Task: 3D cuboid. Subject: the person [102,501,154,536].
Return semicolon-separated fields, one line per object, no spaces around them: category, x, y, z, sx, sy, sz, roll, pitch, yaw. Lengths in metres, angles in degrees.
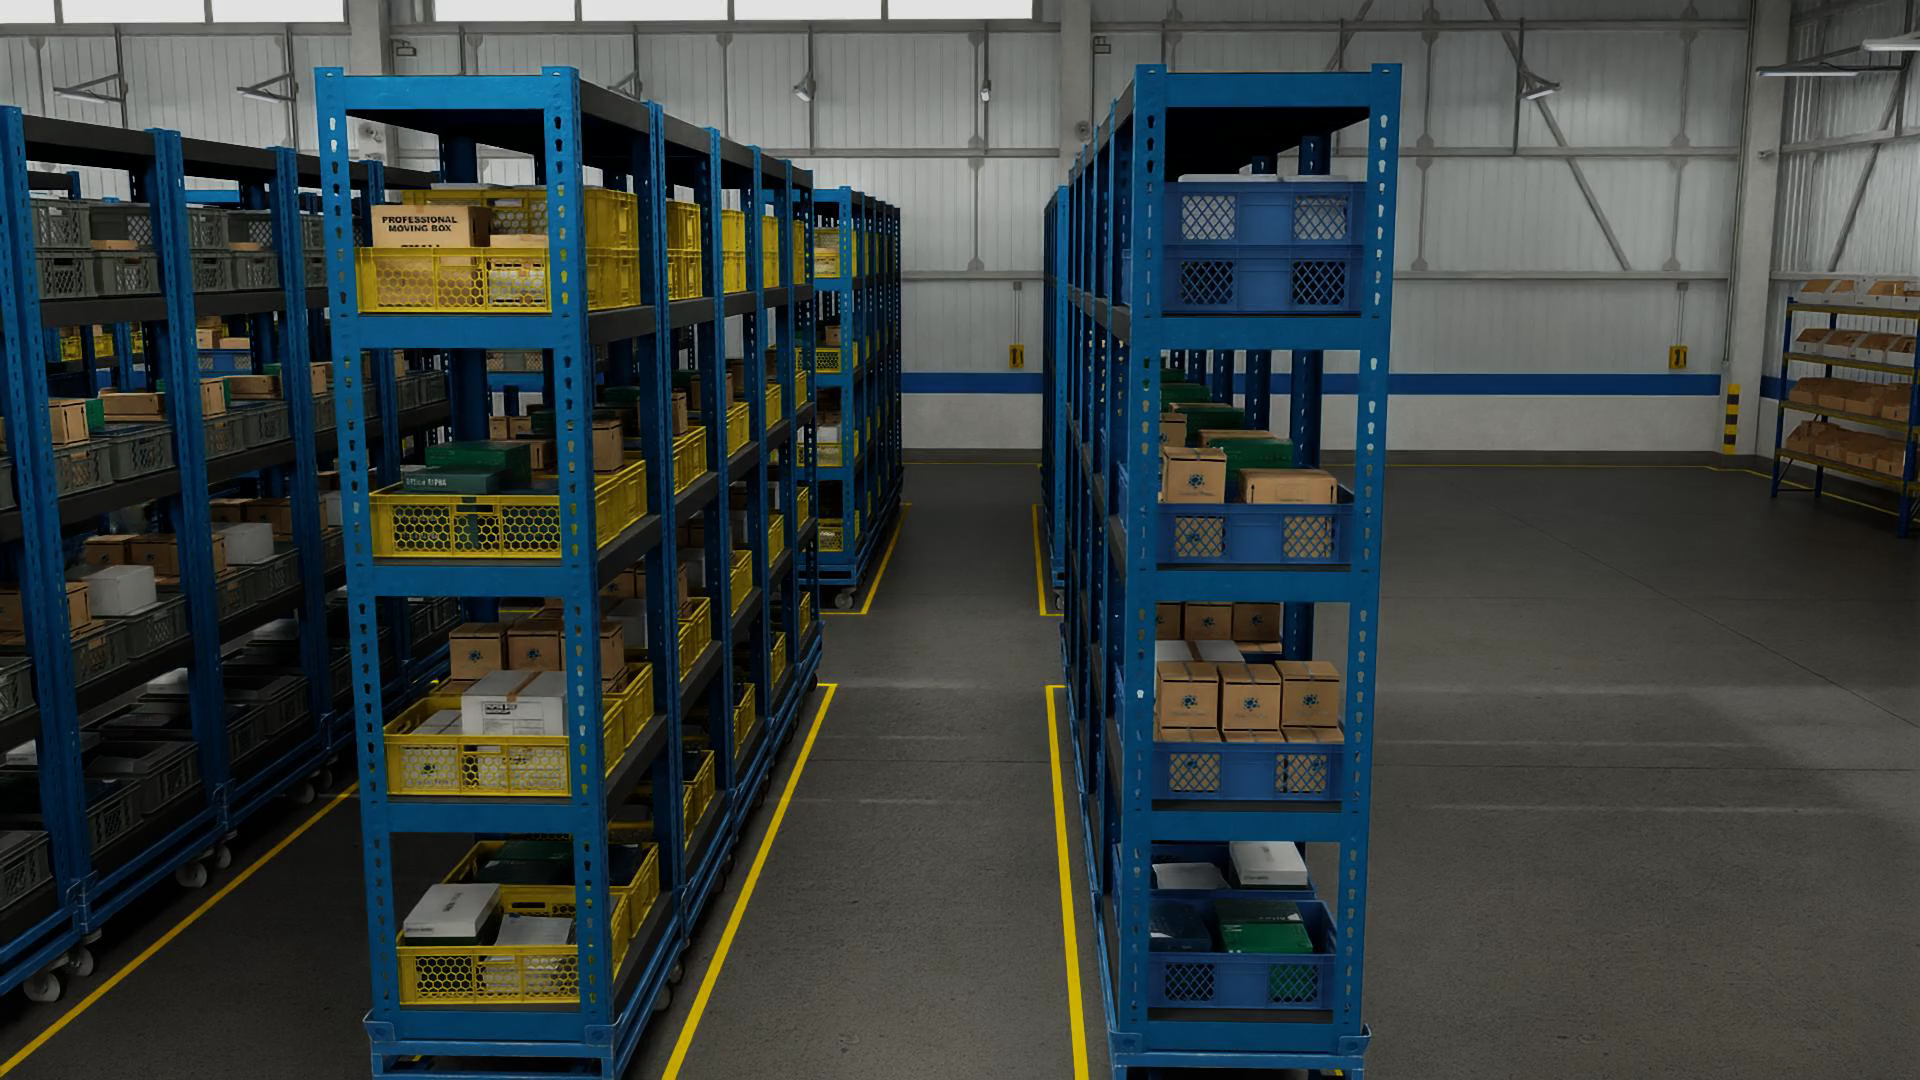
person;-7.552;-0.379;14.867;0.618;1.837;0.605;1;10;7
